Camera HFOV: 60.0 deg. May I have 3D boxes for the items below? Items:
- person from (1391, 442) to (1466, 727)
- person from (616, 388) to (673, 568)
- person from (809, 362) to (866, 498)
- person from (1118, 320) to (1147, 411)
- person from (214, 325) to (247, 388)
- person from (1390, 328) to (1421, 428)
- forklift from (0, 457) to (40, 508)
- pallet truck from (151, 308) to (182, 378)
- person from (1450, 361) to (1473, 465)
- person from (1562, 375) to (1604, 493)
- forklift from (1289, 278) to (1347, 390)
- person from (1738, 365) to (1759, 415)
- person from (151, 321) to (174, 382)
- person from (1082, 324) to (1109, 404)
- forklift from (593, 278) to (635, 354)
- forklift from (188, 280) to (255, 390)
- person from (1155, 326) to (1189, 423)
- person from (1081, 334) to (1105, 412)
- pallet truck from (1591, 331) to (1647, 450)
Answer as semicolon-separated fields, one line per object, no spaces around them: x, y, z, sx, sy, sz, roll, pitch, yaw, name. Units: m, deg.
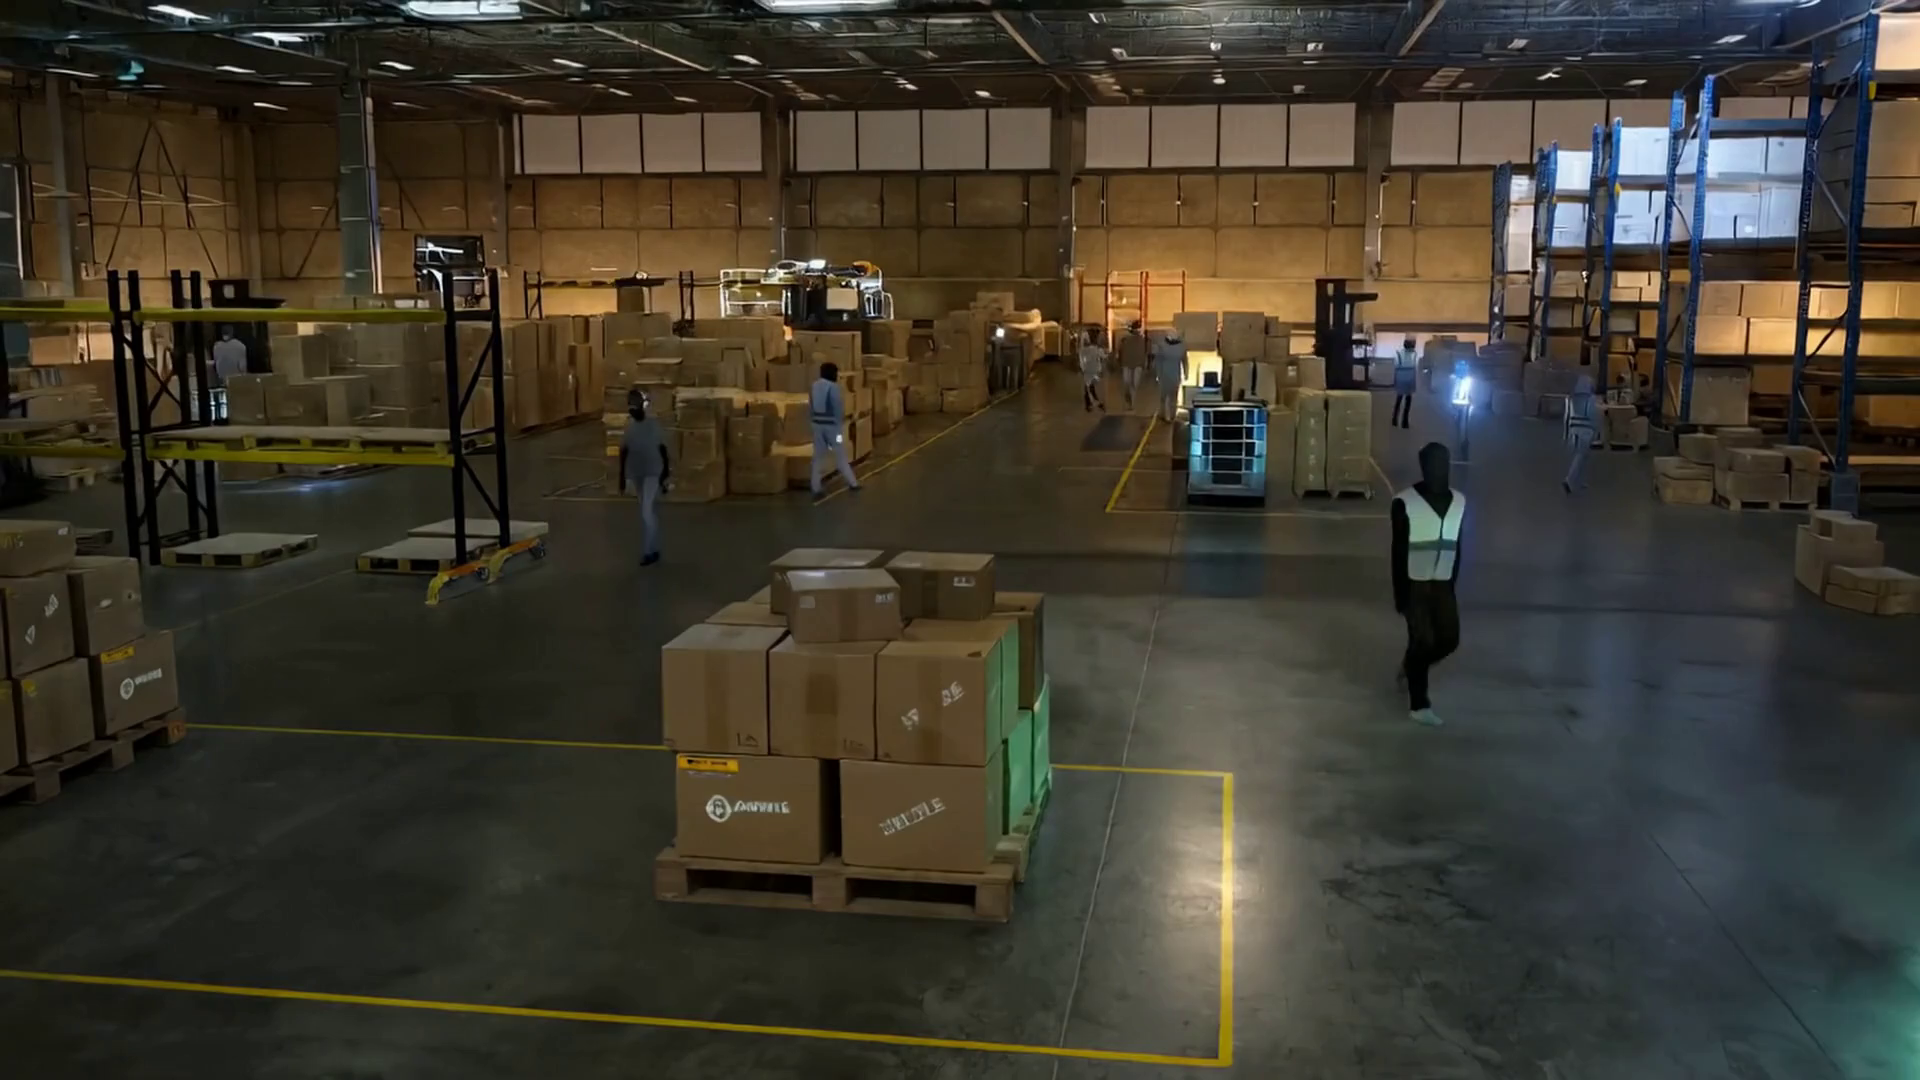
3.114;0.281;11.188;0.594;1.903;0.511;-4;10;-22;person
-3.271;-0.628;16.986;0.536;1.837;0.726;3;10;19;person
-1.678;-1.489;22.397;0.654;1.802;0.901;8;12;41;person
3.749;-3.795;36.190;0.633;1.967;0.879;0;9;-2;person
-14.843;-3.399;33.828;0.648;1.920;0.448;0;9;1;person
8.560;-3.097;31.955;0.582;1.922;0.397;0;9;-2;person
-12.556;-1.744;20.673;1.129;2.768;1.873;-1;9;-5;forklift
-21.869;-5.598;47.154;0.823;1.965;1.885;4;10;26;pallet truck
7.853;-1.983;25.992;0.314;1.632;0.524;-1;9;-4;person
8.498;-1.456;22.814;0.778;1.607;0.509;-7;12;-37;person
9.427;-5.284;42.505;1.129;2.768;1.873;-8;12;-41;forklift
14.435;-2.868;30.653;0.988;1.895;0.562;-2;9;-13;person
-21.749;-5.270;45.388;0.390;1.922;0.587;8;12;40;person
3.084;-3.974;37.676;0.648;1.823;0.467;-3;10;-16;person
-9.092;-5.749;45.369;1.873;2.768;1.129;0;9;2;forklift
-15.708;-4.216;35.914;1.129;2.768;1.873;5;10;28;forklift
4.218;-3.278;33.069;0.642;1.923;0.426;-1;9;-6;person
2.844;-3.580;35.661;0.541;1.679;0.504;-4;10;-22;person
11.253;-2.573;28.499;0.823;1.965;1.885;5;10;27;pallet truck
